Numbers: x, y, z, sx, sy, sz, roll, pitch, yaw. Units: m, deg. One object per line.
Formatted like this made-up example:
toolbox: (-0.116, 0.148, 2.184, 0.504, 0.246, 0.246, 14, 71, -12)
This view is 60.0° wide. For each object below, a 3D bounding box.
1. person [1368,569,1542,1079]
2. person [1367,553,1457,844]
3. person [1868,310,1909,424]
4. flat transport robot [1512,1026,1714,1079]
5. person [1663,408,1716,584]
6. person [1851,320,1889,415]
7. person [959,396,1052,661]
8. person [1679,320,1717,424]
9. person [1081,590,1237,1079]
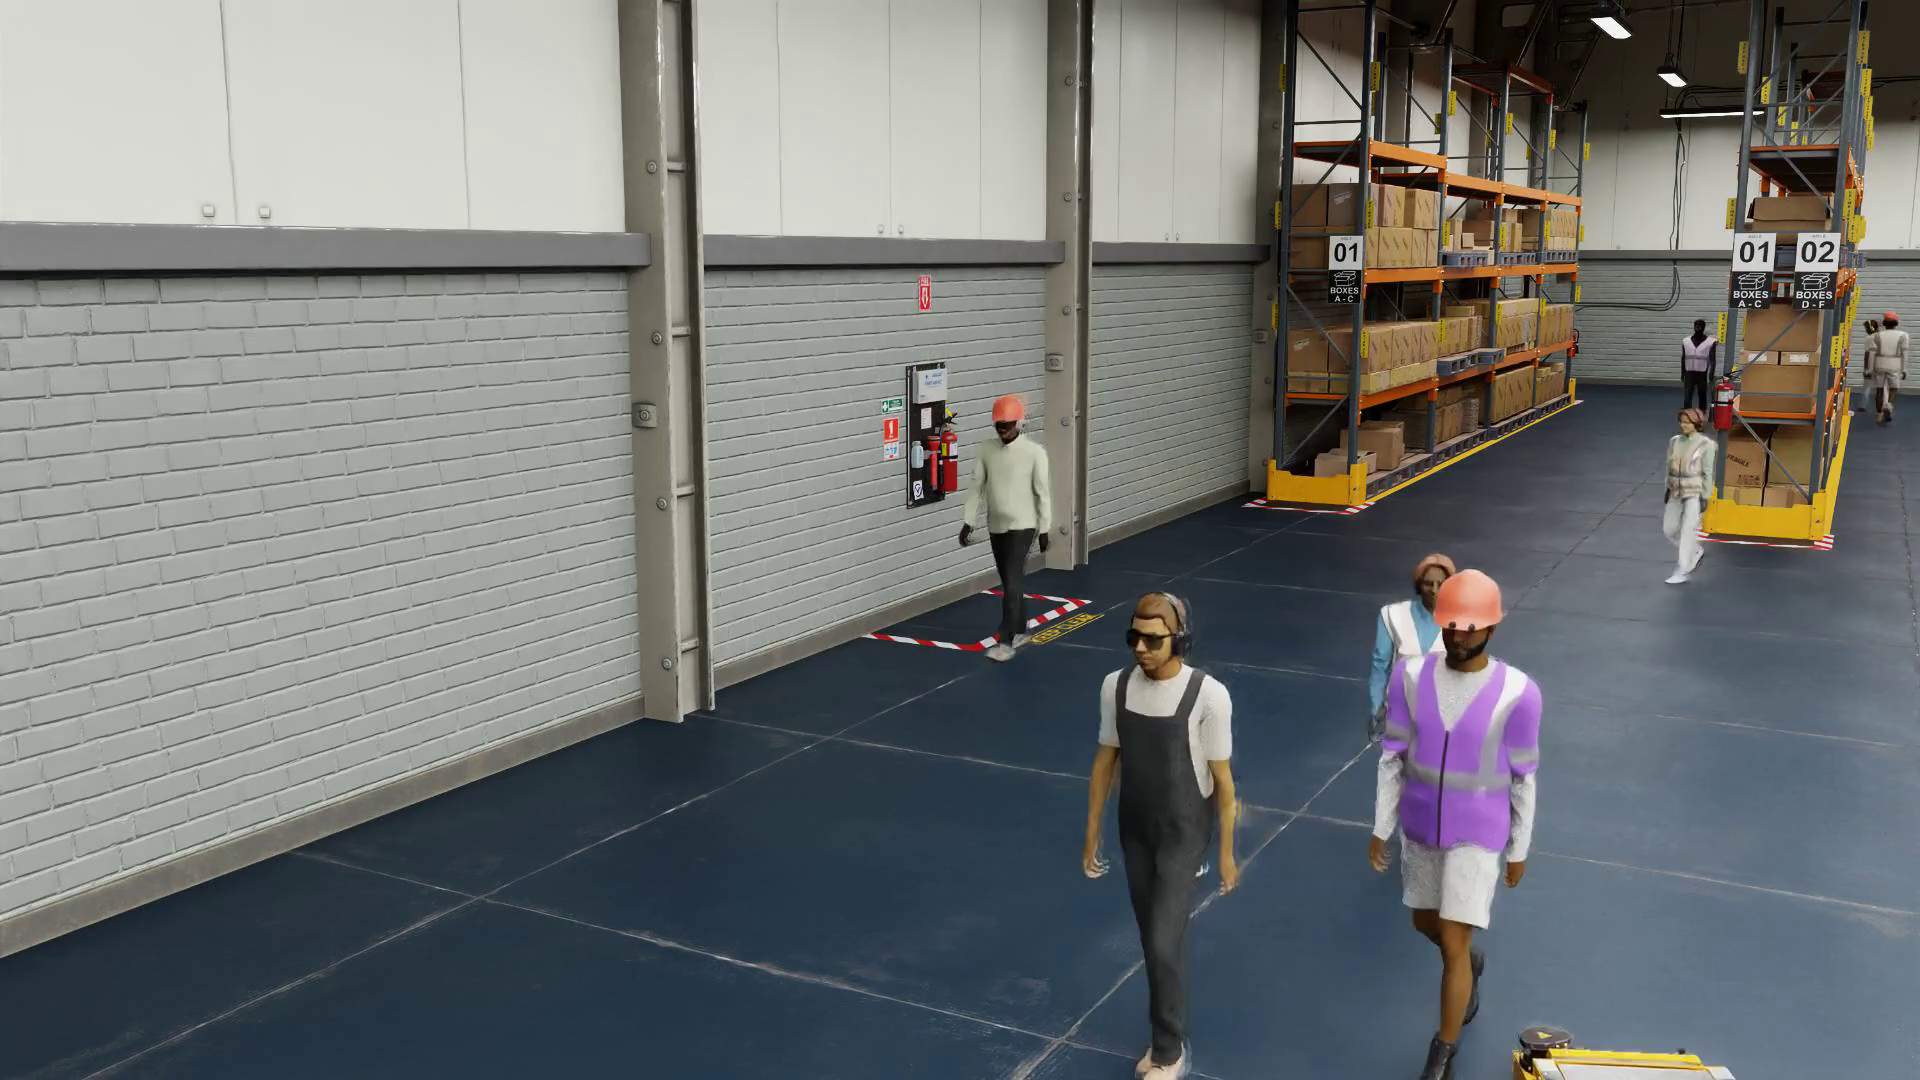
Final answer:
person: (1.838, 1.019, 6.092, 0.549, 1.908, 0.887, 7, 12, 36)
person: (2.235, 0.838, 7.973, 0.514, 1.612, 0.684, 4, 11, 23)
person: (16.507, -3.067, 29.616, 0.624, 2.033, 0.551, 6, 11, 30)
flat transport robot: (2.259, 1.967, 5.300, 0.652, 0.197, 1.431, 1, 10, 6)
person: (6.703, -0.408, 15.256, 0.491, 1.623, 0.518, -4, 11, -24)
person: (17.361, -3.267, 31.504, 0.605, 1.805, 0.997, -1, 10, -6)
person: (0.298, -0.091, 12.425, 0.642, 1.957, 0.916, 7, 12, 37)
person: (13.239, -3.017, 29.826, 0.610, 1.874, 1.012, 8, 12, 39)
person: (0.669, 1.085, 5.902, 0.551, 1.825, 0.603, 8, 12, 38)
